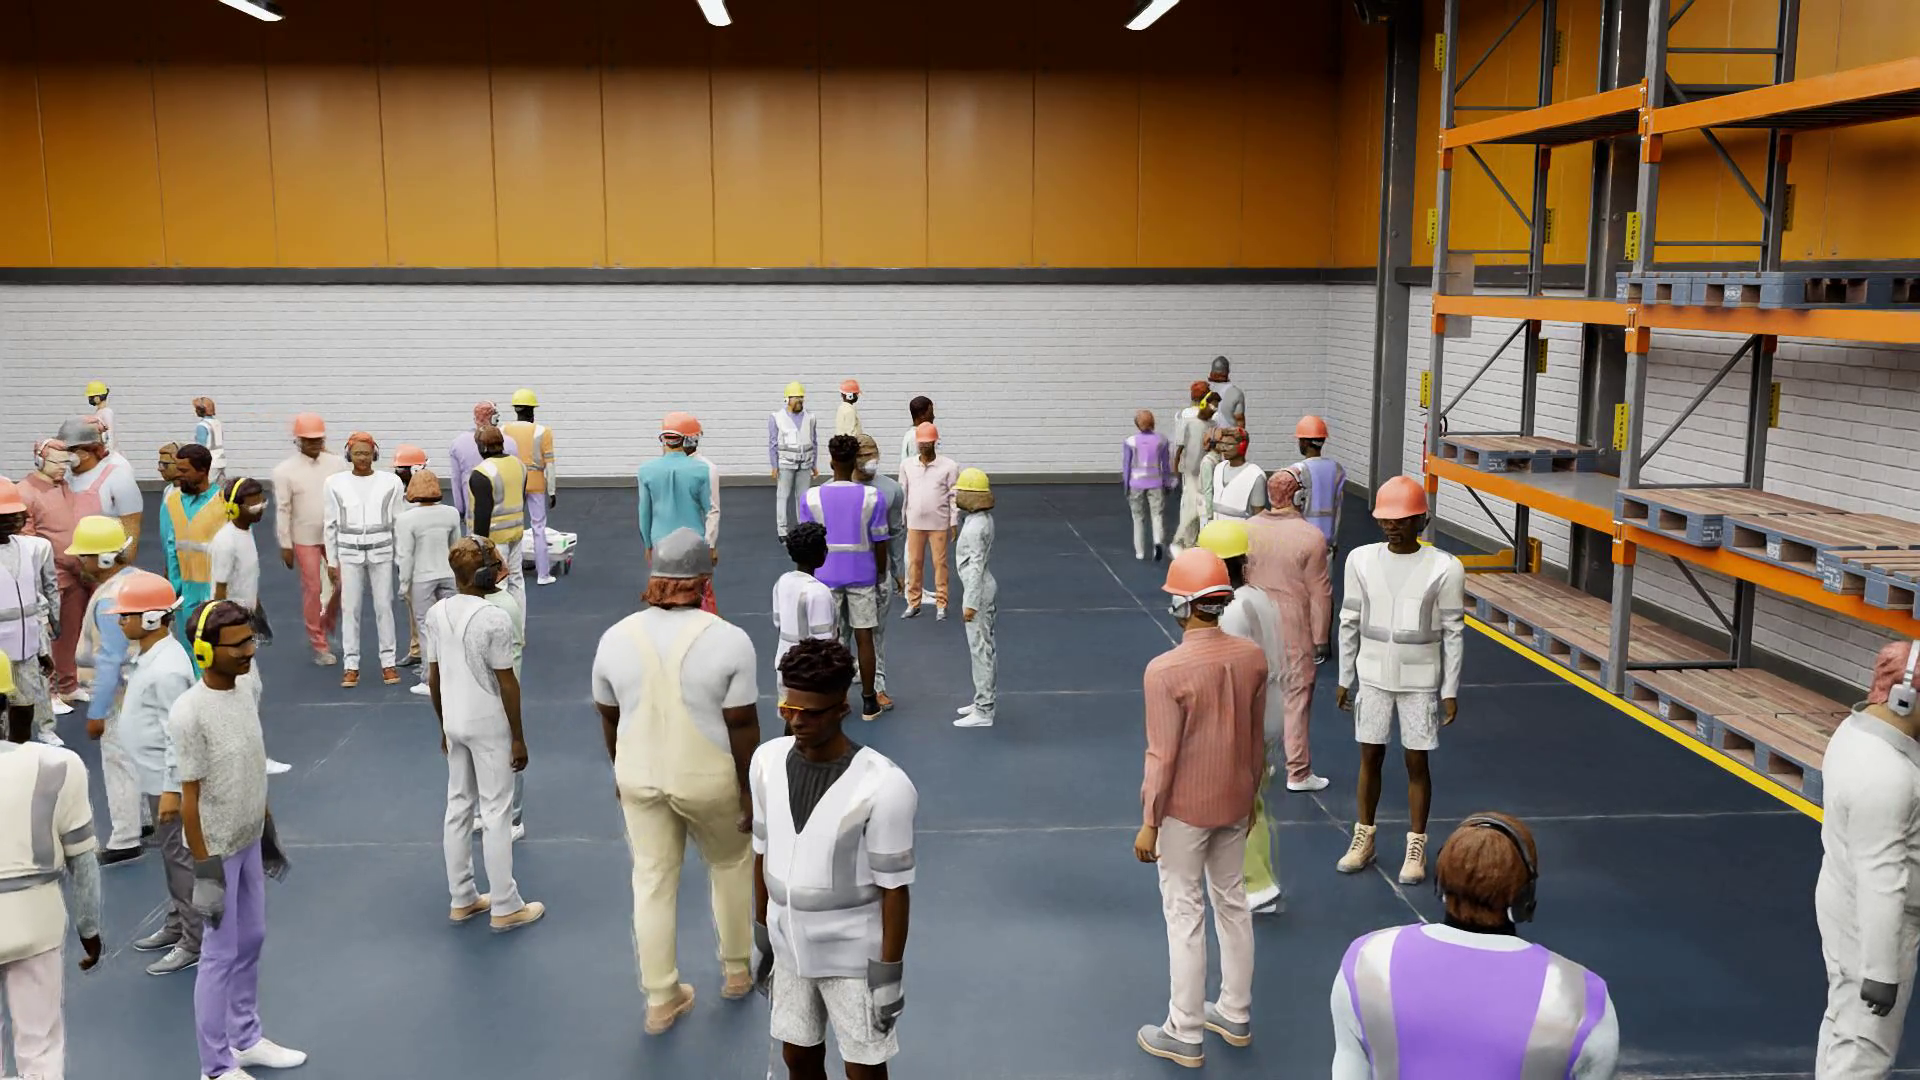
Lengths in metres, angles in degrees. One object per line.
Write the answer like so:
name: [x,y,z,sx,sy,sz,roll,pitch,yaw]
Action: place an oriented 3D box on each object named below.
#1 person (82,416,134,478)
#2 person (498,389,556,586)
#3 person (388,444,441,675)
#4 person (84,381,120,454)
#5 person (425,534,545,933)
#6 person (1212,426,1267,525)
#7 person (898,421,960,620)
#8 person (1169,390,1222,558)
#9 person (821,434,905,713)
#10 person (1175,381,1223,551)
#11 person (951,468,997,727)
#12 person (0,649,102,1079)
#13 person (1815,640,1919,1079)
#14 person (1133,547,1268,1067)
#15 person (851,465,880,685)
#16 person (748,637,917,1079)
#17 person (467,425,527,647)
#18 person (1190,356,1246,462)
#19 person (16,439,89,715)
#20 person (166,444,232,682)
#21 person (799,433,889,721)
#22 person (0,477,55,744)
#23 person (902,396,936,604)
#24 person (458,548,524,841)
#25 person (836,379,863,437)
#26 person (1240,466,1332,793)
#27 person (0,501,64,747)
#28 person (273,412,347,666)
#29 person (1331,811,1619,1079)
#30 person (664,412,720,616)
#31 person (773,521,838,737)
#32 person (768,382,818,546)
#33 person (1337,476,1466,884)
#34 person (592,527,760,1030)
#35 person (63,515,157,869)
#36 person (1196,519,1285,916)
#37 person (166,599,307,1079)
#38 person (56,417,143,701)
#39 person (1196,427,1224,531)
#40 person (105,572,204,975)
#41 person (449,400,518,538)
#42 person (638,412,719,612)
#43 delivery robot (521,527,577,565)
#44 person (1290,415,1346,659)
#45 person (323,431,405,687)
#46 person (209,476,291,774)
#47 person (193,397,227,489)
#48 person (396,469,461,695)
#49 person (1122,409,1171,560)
person: [-6.873,-0.030,13.261,0.641,1.912,0.408,4,10,23]
person: [-4.228,-0.506,16.200,0.591,1.921,0.382,0,9,0]
person: [-4.150,0.141,12.664,0.327,1.753,0.562,-8,12,-42]
person: [-10.294,-1.026,19.996,0.339,1.761,0.524,-8,12,-41]
person: [-2.214,0.889,7.686,0.504,1.847,0.344,5,10,27]
person: [2.188,0.020,13.135,0.390,1.848,0.563,-5,10,-30]
person: [-0.287,-0.168,14.599,0.576,1.752,0.330,2,9,14]
person: [2.511,-0.648,17.379,0.567,1.839,0.436,-7,11,-35]
person: [-0.676,0.231,11.532,0.627,1.939,0.373,-3,10,-20]
person: [2.608,-0.792,18.126,0.576,1.882,0.355,7,12,38]
person: [0.094,0.383,11.184,0.302,1.745,0.483,1,9,8]
person: [-3.044,1.260,5.278,0.588,1.884,0.961,-5,10,-29]
person: [2.941,1.246,5.306,0.402,1.896,0.651,4,10,24]
person: [0.916,1.016,6.420,0.622,1.992,0.397,-7,11,-36]
person: [-0.743,0.190,12.352,0.318,1.755,0.560,-1,9,-4]
person: [-0.407,1.247,5.102,0.602,1.957,0.381,6,11,34]
person: [-3.718,-0.004,13.324,0.430,1.839,0.619,3,10,18]
person: [3.205,-1.250,20.508,0.686,2.000,0.538,4,10,25]
person: [-6.272,0.243,11.574,0.407,1.902,0.639,1,9,6]
person: [-5.029,0.304,11.138,0.597,1.916,0.374,3,9,18]
person: [-0.786,0.258,11.269,0.608,1.965,0.369,0,9,-2]
person: [-5.224,0.612,9.135,0.379,1.937,0.548,3,10,19]
person: [-0.390,-0.372,15.380,0.392,1.918,0.591,0,9,-3]
person: [-2.524,0.808,8.860,0.500,1.633,0.285,7,11,36]
person: [-1.350,-1.100,20.455,0.321,1.754,0.563,-3,9,-18]
person: [1.915,0.522,9.788,0.638,1.913,0.408,9,13,44]
person: [-5.958,0.547,10.514,0.315,1.632,0.519,8,12,42]
person: [-4.991,-0.012,12.913,0.429,1.978,0.648,8,12,42]
person: [1.155,1.515,3.772,0.624,1.845,0.430,5,10,29]
person: [-2.083,0.011,12.738,0.610,1.993,0.380,8,12,41]
person: [-0.831,0.736,9.115,0.317,1.696,0.538,-6,11,-34]
person: [-1.858,-0.859,18.690,0.589,1.837,0.404,-5,10,-29]
person: [2.174,0.695,8.287,0.616,2.041,0.379,5,10,30]
person: [-1.090,0.924,6.858,0.704,2.000,0.804,2,9,12]
person: [-4.304,0.769,8.507,0.426,1.820,0.642,-3,9,-17]
person: [1.276,0.854,7.732,0.489,1.900,0.662,3,10,18]
person: [-2.669,1.126,6.146,0.328,1.869,0.551,1,9,5]
person: [-6.164,0.145,11.750,0.688,2.000,0.536,1,9,8]
person: [2.322,-0.220,15.294,0.307,1.641,0.514,3,9,16]
person: [-3.489,1.002,7.259,0.330,1.753,0.561,-6,11,-32]
person: [-4.238,-0.305,14.998,0.644,1.907,0.399,1,9,8]
person: [-2.129,0.023,12.658,0.608,1.995,0.376,1,9,4]
delivery robot: [-4.235,0.042,16.751,0.707,0.478,0.477,1,9,9]
person: [2.734,-0.008,13.040,0.553,1.933,0.367,-5,10,-29]
person: [-4.380,0.141,12.268,0.573,1.884,0.356,-3,10,-19]
person: [-4.468,0.524,10.012,0.713,1.841,0.521,-2,9,-15]
person: [-8.619,-0.833,19.173,0.319,1.631,0.531,-1,9,-3]
person: [-3.828,0.303,12.027,0.280,1.632,0.501,8,12,41]
person: [1.969,-0.564,17.502,0.525,1.619,0.562,0,9,-1]
